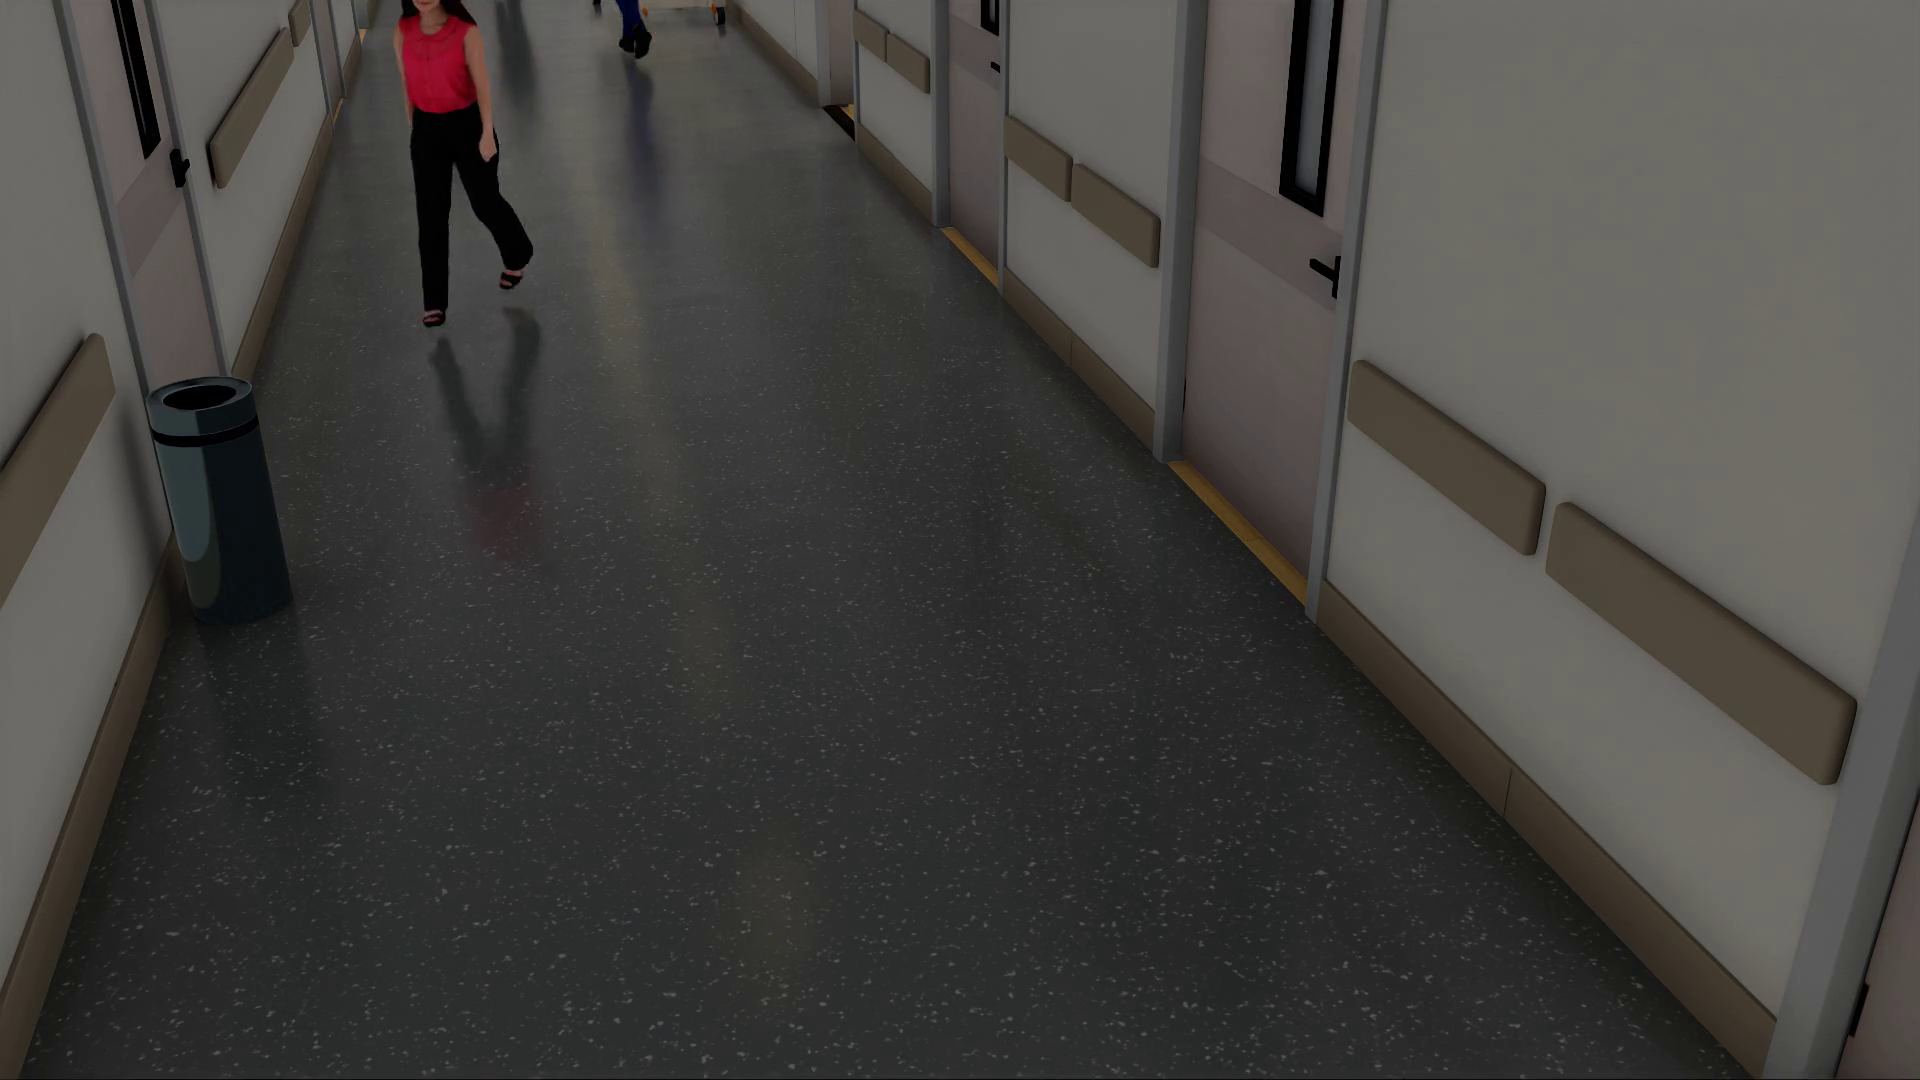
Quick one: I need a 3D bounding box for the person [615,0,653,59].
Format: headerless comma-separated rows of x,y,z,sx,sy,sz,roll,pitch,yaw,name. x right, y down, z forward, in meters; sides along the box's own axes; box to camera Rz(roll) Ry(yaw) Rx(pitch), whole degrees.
-2.801,-4.943,13.899,1.241,1.815,0.892,-14,29,-26,person

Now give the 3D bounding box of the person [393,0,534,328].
-2.307,-1.843,7.698,1.127,1.619,0.951,5,26,9,person
